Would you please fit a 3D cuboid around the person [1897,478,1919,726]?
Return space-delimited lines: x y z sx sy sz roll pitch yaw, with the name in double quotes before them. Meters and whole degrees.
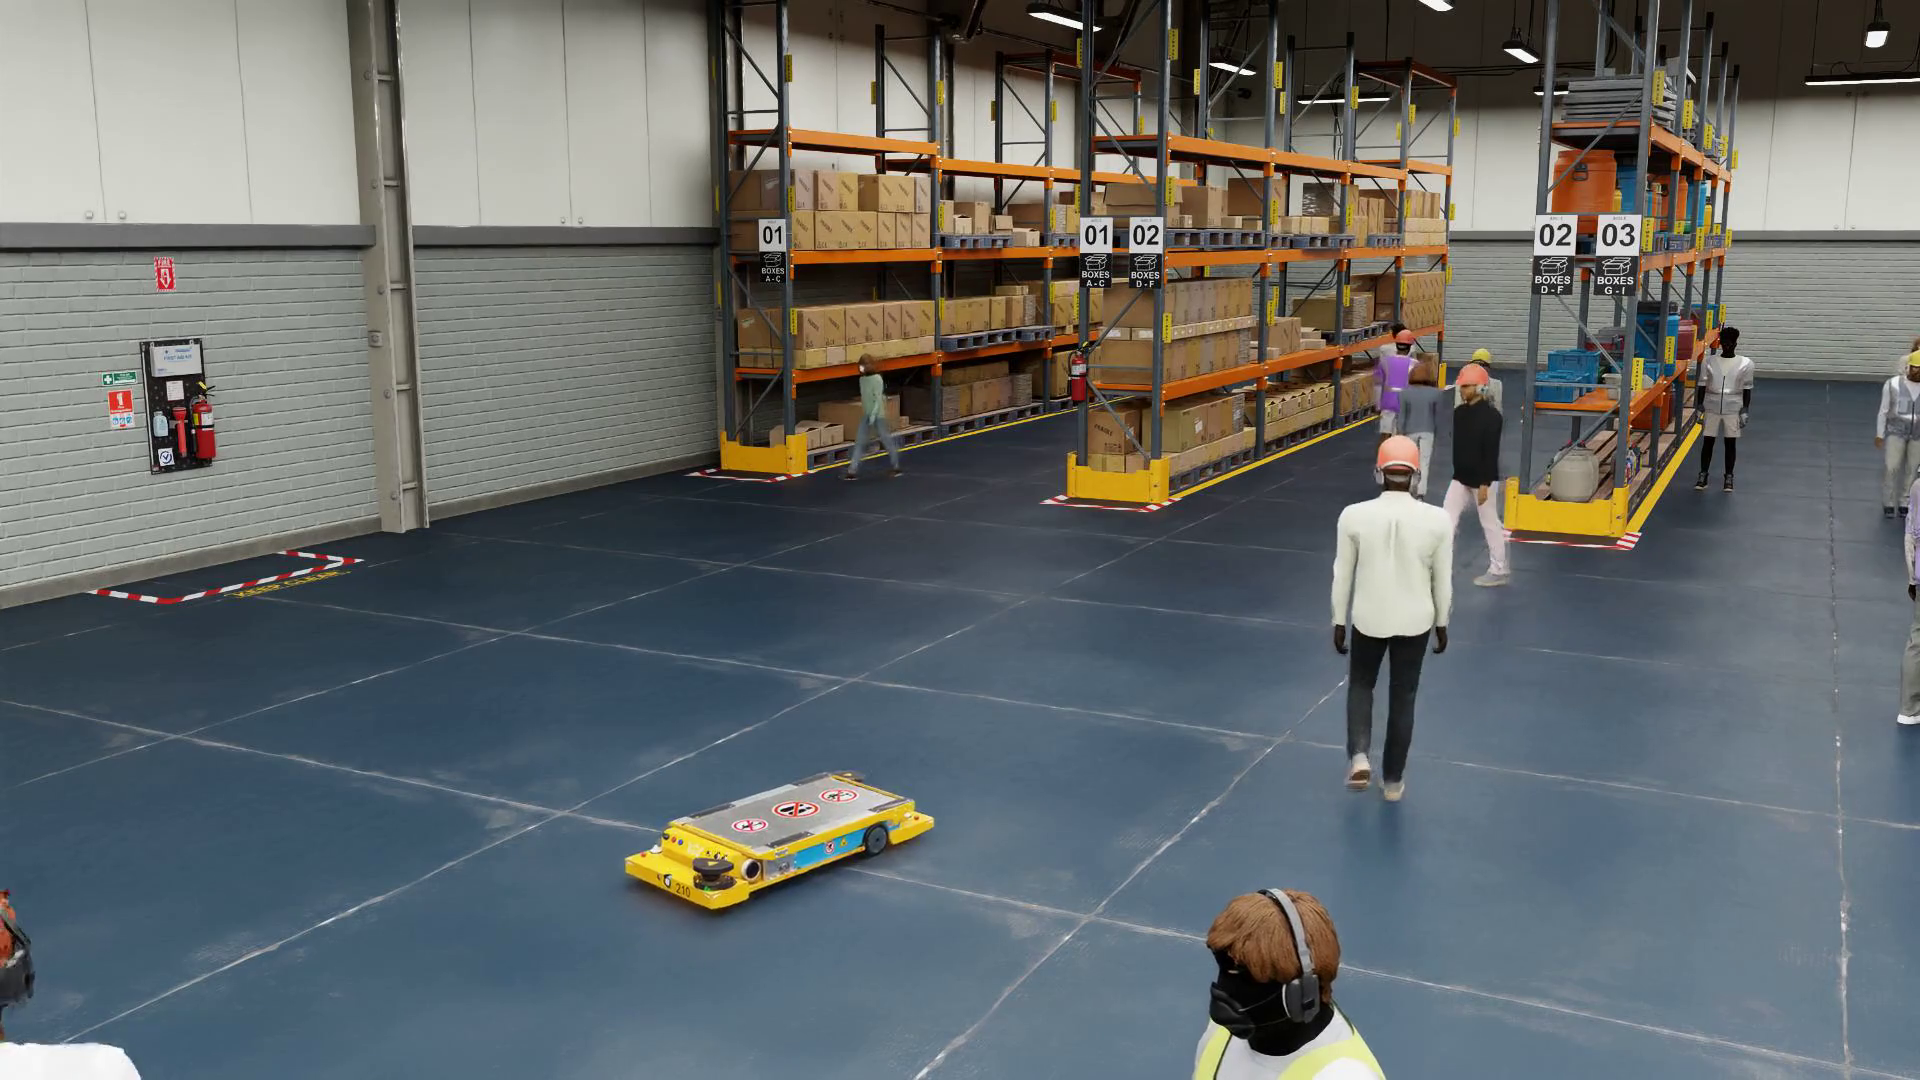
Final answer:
"person" 6.001 0.235 10.106 0.356 1.930 0.589 -3 11 -15

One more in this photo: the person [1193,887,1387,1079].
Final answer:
"person" 0.605 1.547 3.238 0.430 1.838 0.632 -2 11 -8

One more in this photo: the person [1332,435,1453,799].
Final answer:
"person" 2.311 0.432 8.916 0.624 1.980 0.500 3 11 16

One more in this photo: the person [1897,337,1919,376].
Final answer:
"person" 13.634 -2.110 23.735 0.507 1.617 0.609 5 12 25

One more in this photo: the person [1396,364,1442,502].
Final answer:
"person" 5.198 -1.204 18.868 0.483 1.590 0.814 3 11 16

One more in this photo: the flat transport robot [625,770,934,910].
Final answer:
"flat transport robot" -0.855 1.429 8.126 0.652 0.197 1.431 10 14 42

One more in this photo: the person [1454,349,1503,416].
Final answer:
"person" 5.841 -1.273 18.779 0.525 1.769 0.316 4 11 21

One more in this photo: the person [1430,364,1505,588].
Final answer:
"person" 4.334 -0.532 14.253 1.008 1.937 0.642 -4 11 -22

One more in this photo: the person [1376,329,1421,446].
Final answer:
"person" 5.355 -1.628 20.393 0.548 1.899 0.952 4 11 22

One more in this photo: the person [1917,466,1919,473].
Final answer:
"person" 12.548 -1.725 21.240 0.522 1.770 0.308 3 11 18

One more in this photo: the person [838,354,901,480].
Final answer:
"person" -1.091 -1.532 20.721 0.900 1.584 0.501 -9 14 -41

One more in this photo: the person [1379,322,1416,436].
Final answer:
"person" 6.132 -2.125 23.269 0.507 1.823 0.961 5 11 25

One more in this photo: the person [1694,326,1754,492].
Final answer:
"person" 9.070 -1.556 19.777 0.605 1.966 0.367 6 12 29

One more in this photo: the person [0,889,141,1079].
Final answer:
"person" -1.813 1.533 3.257 0.584 1.845 0.903 -2 11 -9

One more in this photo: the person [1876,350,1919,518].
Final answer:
"person" 10.182 -1.120 17.789 0.627 1.814 0.624 4 11 20
